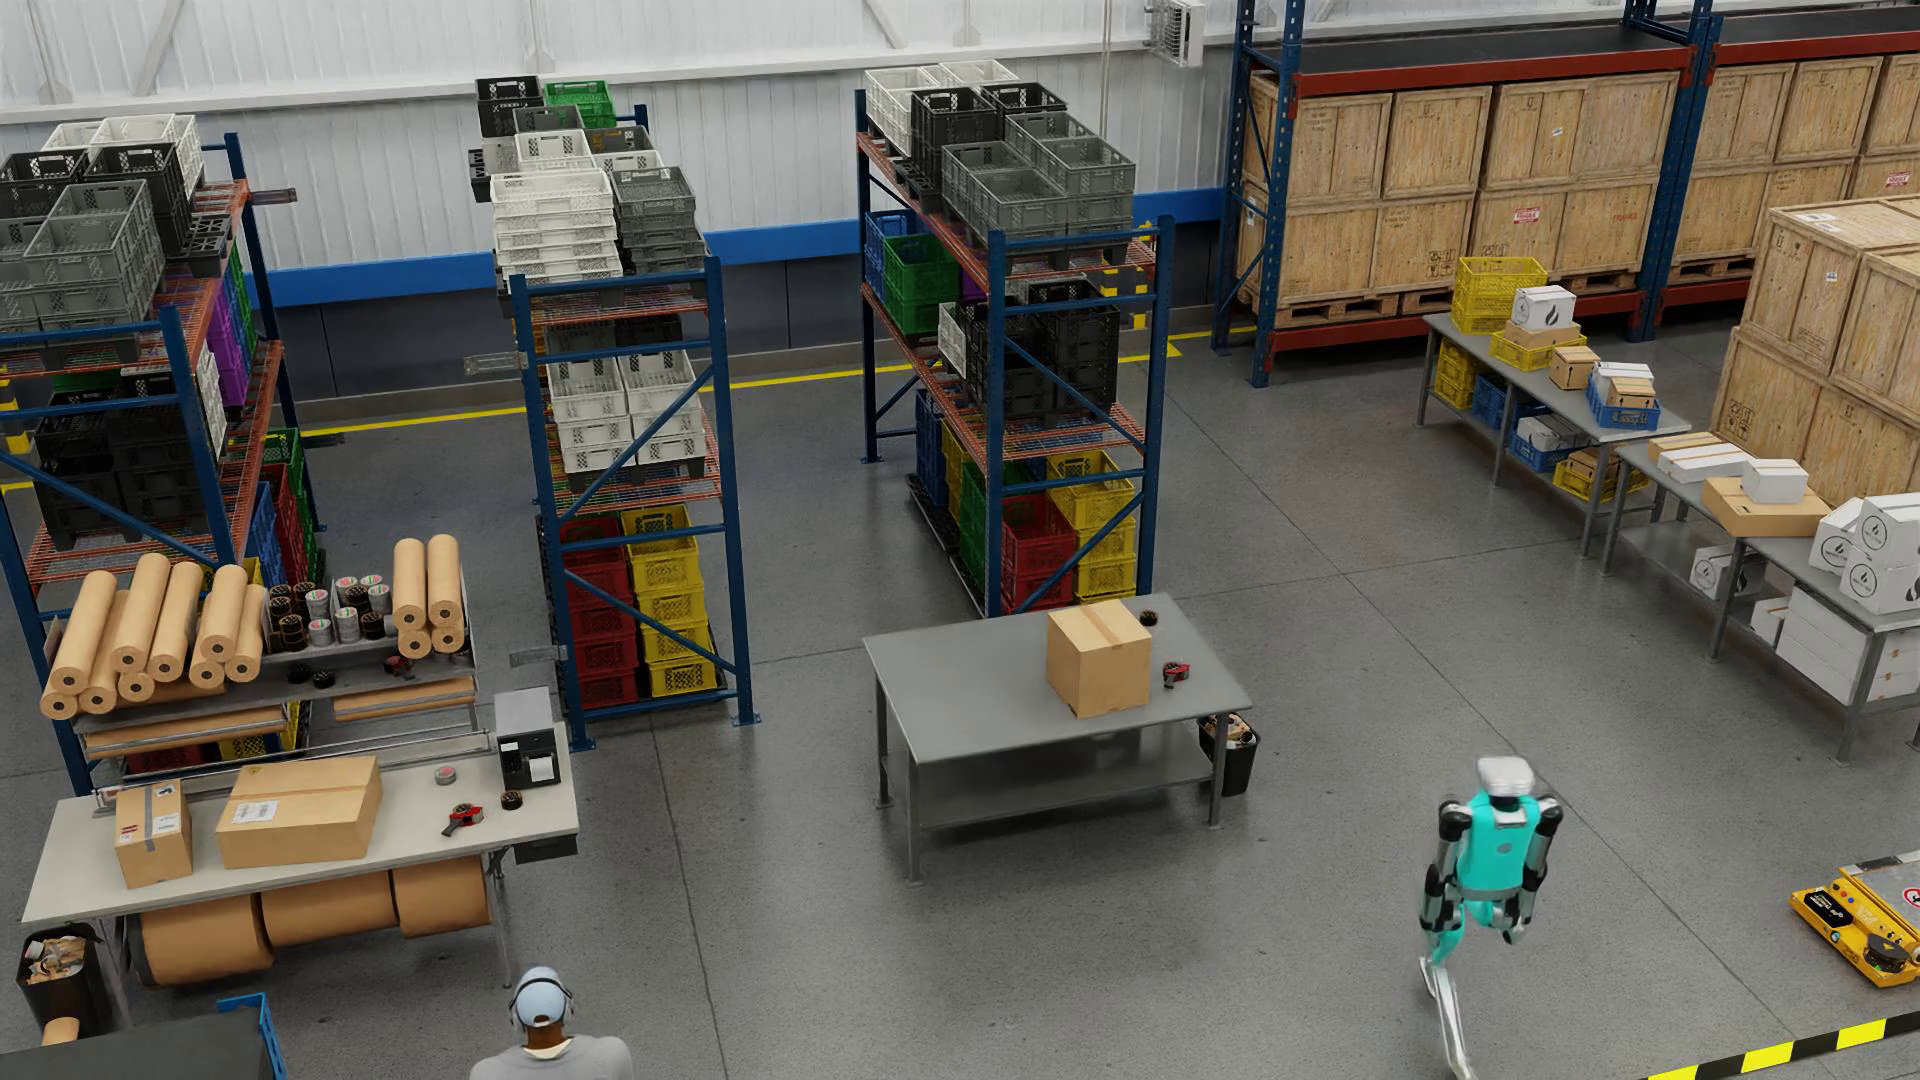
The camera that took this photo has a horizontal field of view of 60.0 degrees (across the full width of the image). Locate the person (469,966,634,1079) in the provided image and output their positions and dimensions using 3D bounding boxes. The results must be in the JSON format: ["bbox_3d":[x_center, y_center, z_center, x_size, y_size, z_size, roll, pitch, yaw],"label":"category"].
[{"bbox_3d":[-1.482,2.332,6.274,0.597,1.850,0.386,-8,30,-14],"label":"person"}]

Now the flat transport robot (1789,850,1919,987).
[{"bbox_3d":[5.163,1.916,8.676,1.431,0.231,0.659,-8,30,-14],"label":"flat transport robot"}]

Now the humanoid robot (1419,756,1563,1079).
[{"bbox_3d":[2.333,1.620,7.729,0.540,1.754,1.039,-2,29,-3],"label":"humanoid robot"}]
